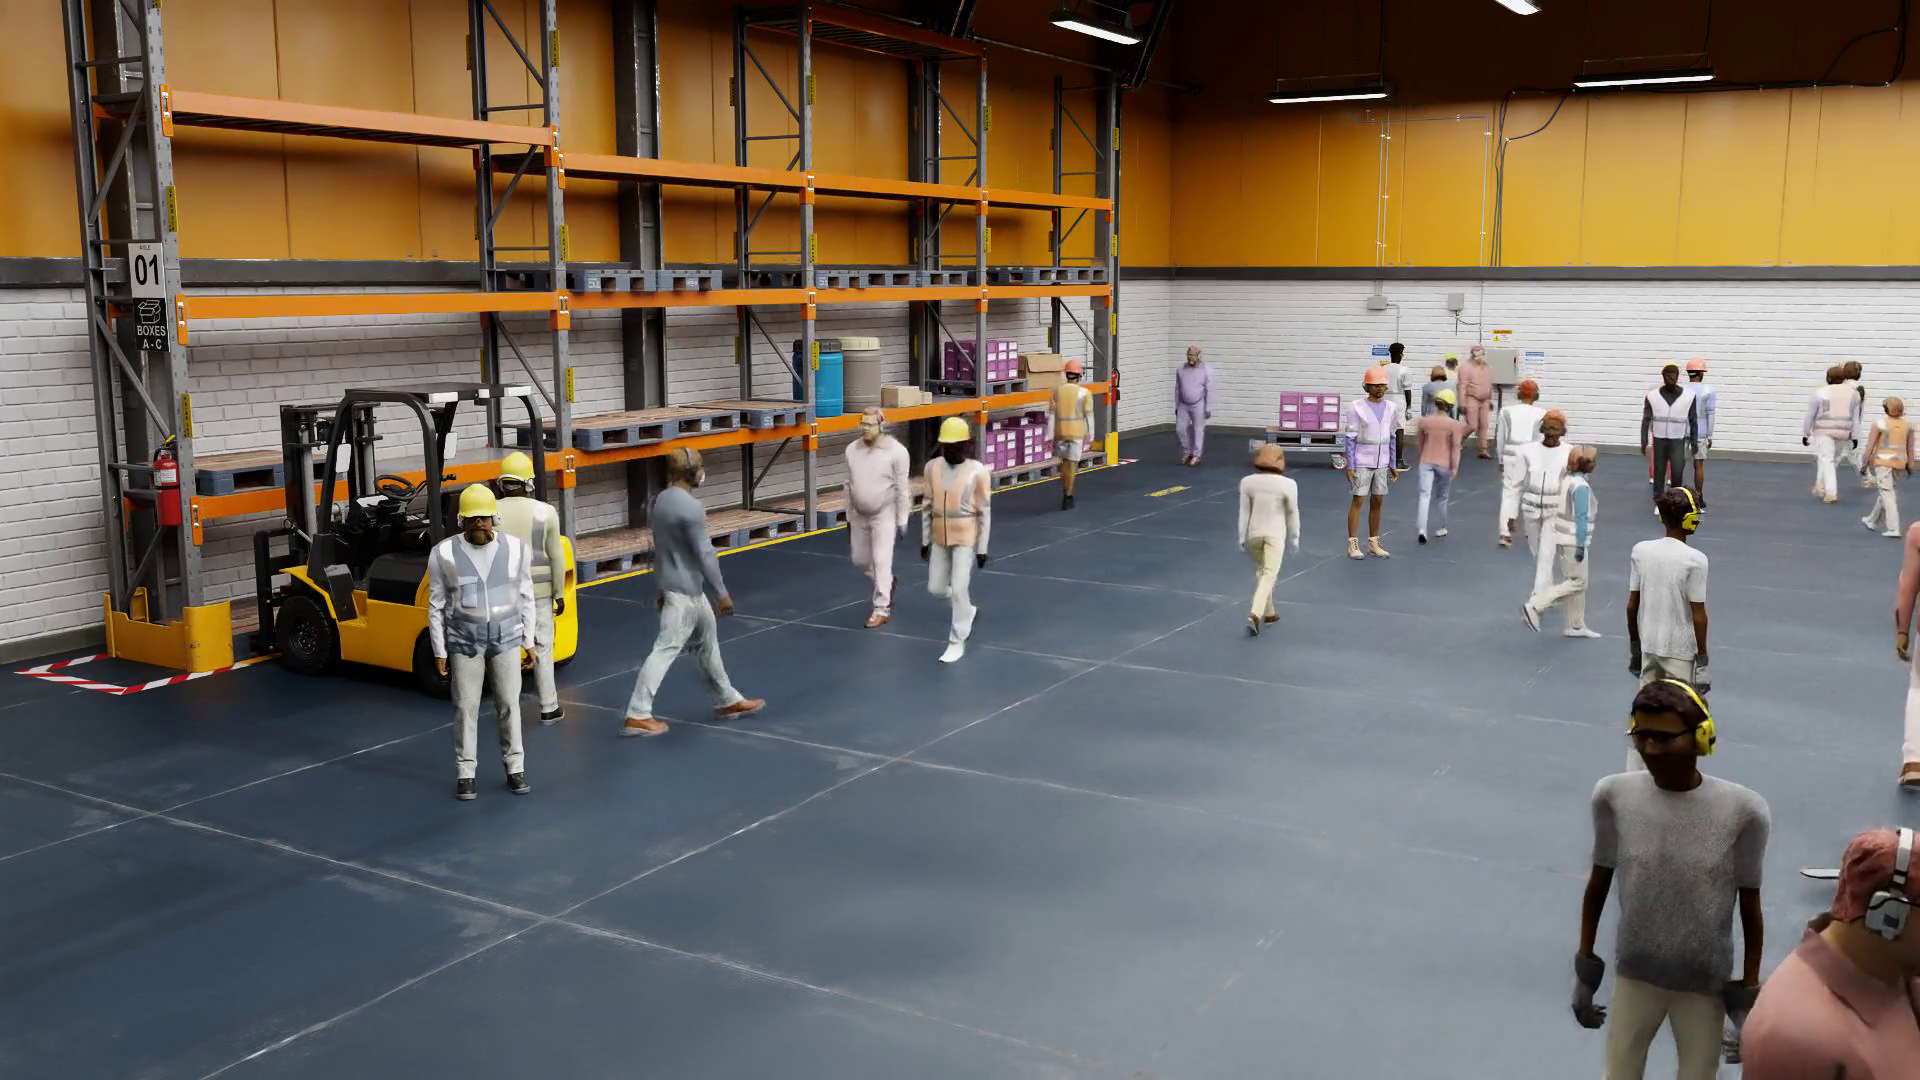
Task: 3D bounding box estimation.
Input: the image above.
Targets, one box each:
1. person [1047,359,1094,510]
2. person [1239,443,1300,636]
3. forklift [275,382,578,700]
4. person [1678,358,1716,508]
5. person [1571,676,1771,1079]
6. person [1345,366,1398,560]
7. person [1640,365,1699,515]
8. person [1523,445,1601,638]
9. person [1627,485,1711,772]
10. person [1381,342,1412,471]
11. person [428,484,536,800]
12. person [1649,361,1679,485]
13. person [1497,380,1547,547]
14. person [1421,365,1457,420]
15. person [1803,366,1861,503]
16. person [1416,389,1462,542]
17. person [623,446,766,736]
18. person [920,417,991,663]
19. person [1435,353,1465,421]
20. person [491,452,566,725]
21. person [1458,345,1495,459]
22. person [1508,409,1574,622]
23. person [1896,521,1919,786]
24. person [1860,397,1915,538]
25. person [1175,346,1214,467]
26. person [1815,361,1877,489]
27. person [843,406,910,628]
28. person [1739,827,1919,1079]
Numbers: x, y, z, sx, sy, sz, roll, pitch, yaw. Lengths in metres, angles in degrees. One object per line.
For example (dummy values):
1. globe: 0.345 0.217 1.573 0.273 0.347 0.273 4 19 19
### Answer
1. person: 1.464 -1.365 21.387 0.580 1.908 0.831 4 10 22
2. person: 2.572 -0.017 13.974 0.504 1.595 0.831 5 11 30
3. forklift: -3.974 -0.067 12.417 2.313 2.155 1.214 5 11 30
4. person: 9.393 -1.372 21.369 0.547 1.934 0.376 6 11 32
5. person: 2.078 1.309 4.892 0.529 1.860 0.343 6 11 33
6. person: 4.350 -0.812 17.533 0.605 2.045 0.378 -3 10 -18
7. person: 8.792 -1.228 20.613 0.676 1.888 0.618 4 10 25
8. person: 4.987 0.019 13.644 0.560 1.621 0.522 2 9 10
9. person: 3.867 0.636 9.069 0.328 1.862 0.520 -5 10 -27
10. person: 6.625 -2.033 25.393 0.604 1.966 0.367 8 12 41
11. person: -2.732 0.579 9.543 0.594 1.826 0.403 -4 10 -23
12. person: 10.074 -1.660 23.694 0.525 1.769 0.314 8 12 42
13. person: 6.226 -0.848 18.444 0.576 1.839 1.001 4 10 26
14. person: 7.417 -1.906 25.762 0.519 1.601 0.801 2 9 10
15. person: 11.515 -1.395 21.981 0.641 1.793 0.993 1 9 4
16. person: 5.360 -0.843 18.729 0.528 1.722 0.893 5 10 27
17. person: -1.796 0.326 10.933 1.023 1.891 0.632 -4 10 -24
18. person: -0.003 -0.019 12.997 0.607 1.909 0.598 6 11 32
19. person: 8.081 -2.237 27.490 0.551 1.714 0.887 3 9 15
20. person: -2.909 0.331 11.057 0.587 1.833 0.404 0 9 -2
21. person: 8.340 -2.245 27.011 0.724 1.872 0.590 -5 10 -28
22. person: 5.164 -0.240 14.618 0.586 1.843 0.976 6 11 34
23. person: 5.691 0.509 9.476 0.634 1.977 0.423 6 11 32
24. person: 10.643 -0.849 19.138 0.538 1.586 0.848 -1 9 -5
25. person: 3.614 -2.077 25.898 0.676 1.889 0.462 5 11 30
26. person: 12.396 -1.589 23.148 0.962 1.786 0.636 -2 9 -12
27. person: -0.698 -0.218 14.337 0.651 1.889 0.662 5 10 29
28. person: 1.882 1.514 3.548 0.660 1.882 0.646 -9 13 -44
